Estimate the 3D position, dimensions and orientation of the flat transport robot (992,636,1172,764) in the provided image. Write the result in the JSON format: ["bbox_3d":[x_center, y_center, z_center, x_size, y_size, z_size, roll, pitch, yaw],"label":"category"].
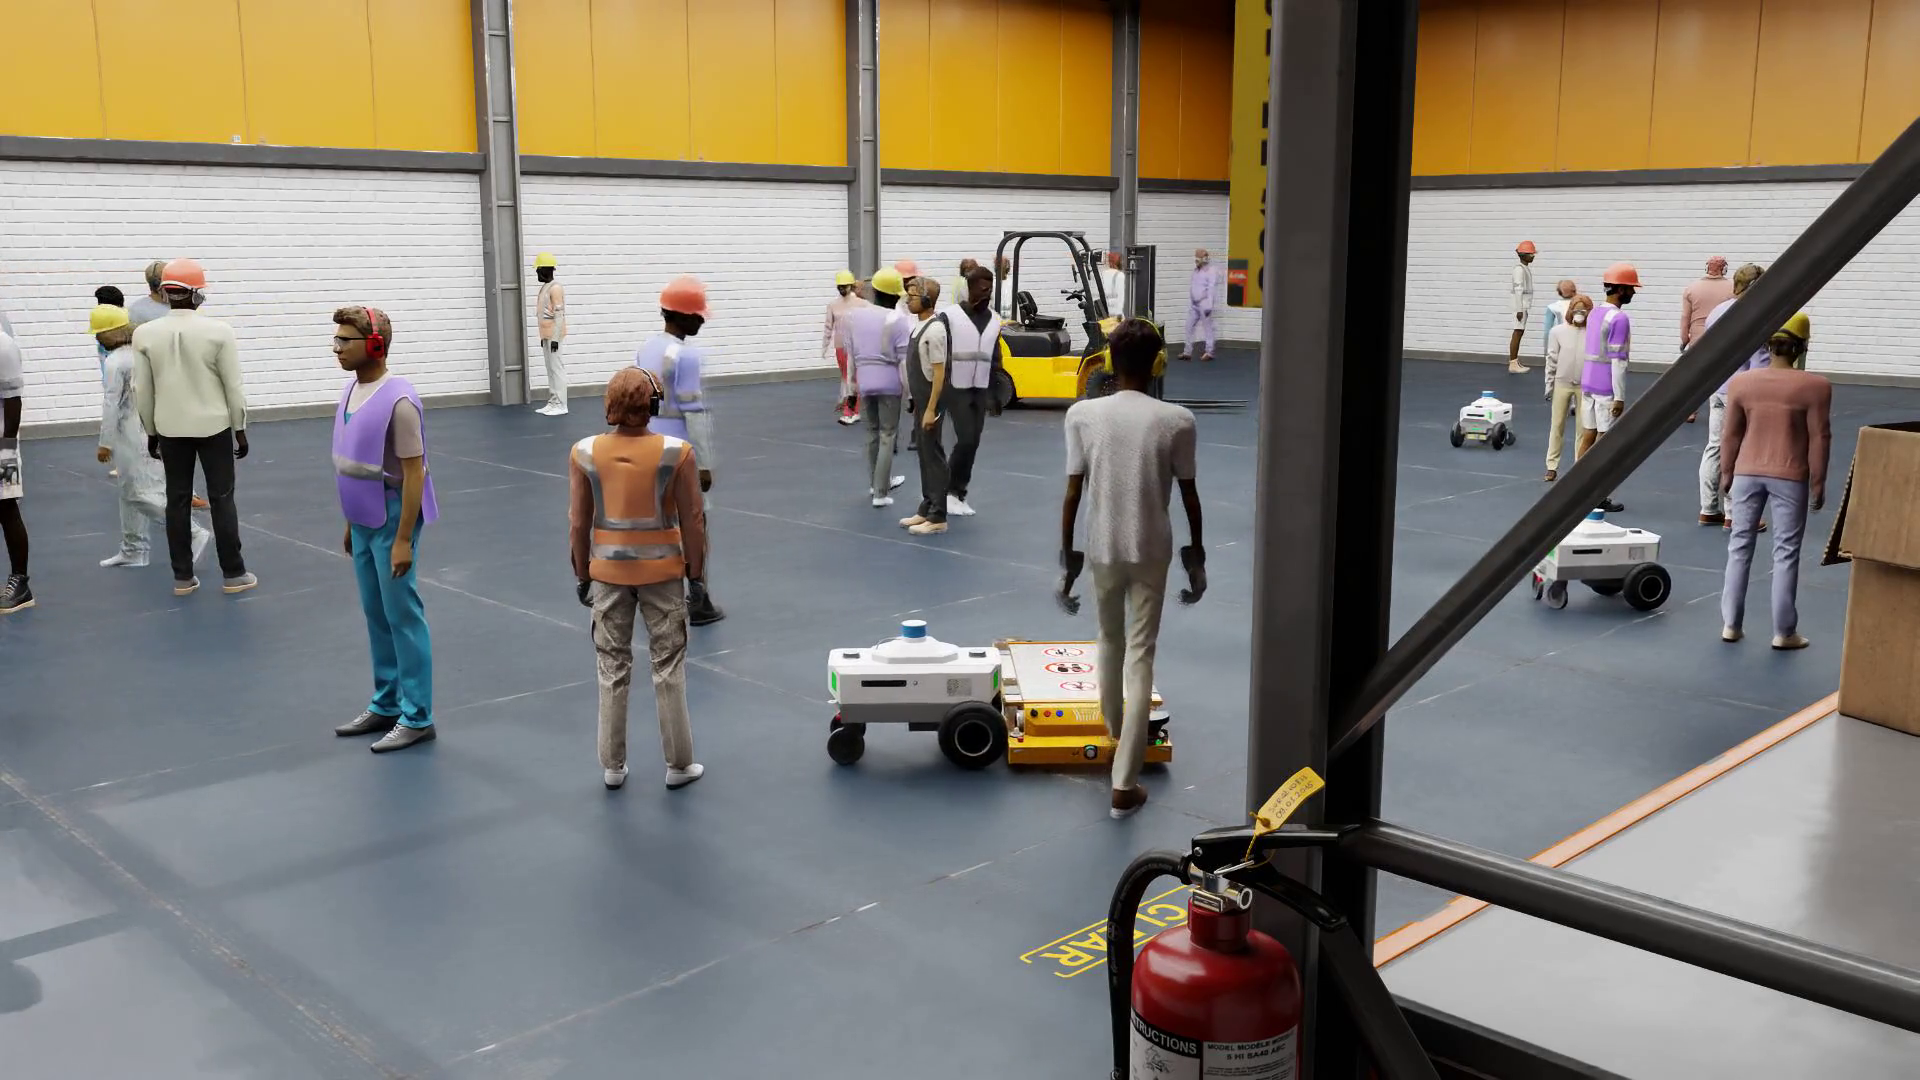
[{"bbox_3d":[0.496,0.674,7.297,0.652,0.197,1.431,0,10,-2],"label":"flat transport robot"}]

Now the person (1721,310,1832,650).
[{"bbox_3d":[4.226,-0.317,8.632,0.331,1.764,0.533,-10,14,-43],"label":"person"}]

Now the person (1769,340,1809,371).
[{"bbox_3d":[6.812,-1.220,13.891,0.514,1.641,0.307,-2,11,-13],"label":"person"}]

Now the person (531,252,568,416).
[{"bbox_3d":[-4.876,-2.444,19.784,0.368,1.927,0.587,-6,12,-29],"label":"person"}]

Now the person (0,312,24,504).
[{"bbox_3d":[-7.678,-1.183,13.171,0.404,1.827,0.600,-4,11,-19],"label":"person"}]

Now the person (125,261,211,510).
[{"bbox_3d":[-6.062,-1.159,12.744,0.362,1.938,0.636,3,11,18],"label":"person"}]

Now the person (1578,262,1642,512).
[{"bbox_3d":[5.036,-1.180,12.903,0.389,1.930,0.539,-1,10,-4],"label":"person"}]

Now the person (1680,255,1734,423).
[{"bbox_3d":[8.527,-2.269,18.885,0.652,1.906,0.405,6,12,30],"label":"person"}]

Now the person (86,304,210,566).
[{"bbox_3d":[-5.183,-0.645,10.562,0.690,1.706,0.497,-2,11,-9],"label":"person"}]

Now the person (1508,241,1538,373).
[{"bbox_3d":[8.753,-3.617,25.859,0.374,2.043,0.614,5,11,24],"label":"person"}]

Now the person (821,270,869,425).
[{"bbox_3d":[-1.308,-2.144,18.657,0.555,1.727,0.835,4,11,23],"label":"person"}]

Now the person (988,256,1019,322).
[{"bbox_3d":[0.588,-2.918,22.576,0.596,1.847,0.916,-4,11,-21],"label":"person"}]

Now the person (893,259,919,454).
[{"bbox_3d":[-0.523,-1.779,16.246,0.548,1.899,0.923,1,10,5],"label":"person"}]

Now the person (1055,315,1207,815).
[{"bbox_3d":[0.682,0.063,6.389,0.536,1.827,0.911,3,11,18],"label":"person"}]

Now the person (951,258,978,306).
[{"bbox_3d":[0.122,-2.808,22.051,0.504,1.831,0.654,-1,10,-7],"label":"person"}]

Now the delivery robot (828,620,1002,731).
[{"bbox_3d":[-0.189,0.572,6.823,0.707,0.478,0.477,0,10,-2],"label":"delivery robot"}]

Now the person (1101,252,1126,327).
[{"bbox_3d":[2.560,-3.660,26.613,0.895,1.847,0.612,-6,12,-31],"label":"person"}]

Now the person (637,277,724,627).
[{"bbox_3d":[-1.539,-0.481,9.148,0.409,1.906,0.571,-7,13,-35],"label":"person"}]

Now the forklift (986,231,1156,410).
[{"bbox_3d":[1.222,-2.721,20.561,2.313,2.155,1.214,2,11,13],"label":"forklift"}]

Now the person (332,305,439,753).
[{"bbox_3d":[-2.399,-0.050,6.941,0.388,1.848,0.563,-9,14,-42],"label":"person"}]

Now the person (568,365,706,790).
[{"bbox_3d":[-1.233,0.155,6.397,0.522,1.638,0.310,0,10,3],"label":"person"}]

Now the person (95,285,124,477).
[{"bbox_3d":[-7.435,-1.404,14.750,0.321,1.692,0.529,-1,10,-6],"label":"person"}]

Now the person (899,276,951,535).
[{"bbox_3d":[-0.243,-0.959,11.905,0.344,1.847,0.507,-2,11,-12],"label":"person"}]

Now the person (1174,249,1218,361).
[{"bbox_3d":[3.996,-3.969,28.201,0.785,1.881,0.673,-6,12,-29],"label":"person"}]

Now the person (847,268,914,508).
[{"bbox_3d":[-0.544,-1.221,13.277,0.622,1.871,0.781,7,13,35],"label":"person"}]

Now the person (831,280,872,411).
[{"bbox_3d":[-1.264,-2.396,20.438,0.516,1.597,0.772,6,12,30],"label":"person"}]

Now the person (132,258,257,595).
[{"bbox_3d":[-4.544,-0.665,9.890,0.608,1.996,0.379,-1,10,-6],"label":"person"}]

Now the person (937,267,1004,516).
[{"bbox_3d":[0.079,-1.120,12.634,0.620,1.894,0.479,-9,13,-39],"label":"person"}]

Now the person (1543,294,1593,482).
[{"bbox_3d":[5.315,-1.307,14.381,0.498,1.633,0.283,4,11,19],"label":"person"}]

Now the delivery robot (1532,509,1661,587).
[{"bbox_3d":[3.650,0.062,9.605,0.707,0.478,0.477,-2,11,-8],"label":"delivery robot"}]

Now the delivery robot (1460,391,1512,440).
[{"bbox_3d":[5.324,-1.262,16.824,0.477,0.478,0.707,7,13,34],"label":"delivery robot"}]

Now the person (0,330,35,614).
[{"bbox_3d":[-5.553,-0.562,9.416,0.603,1.964,0.367,4,11,23],"label":"person"}]

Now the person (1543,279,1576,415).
[{"bbox_3d":[7.141,-2.253,19.574,0.536,1.607,0.459,1,10,5],"label":"person"}]

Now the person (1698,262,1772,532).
[{"bbox_3d":[5.620,-1.027,12.030,0.372,1.938,0.627,-2,11,-12],"label":"person"}]
